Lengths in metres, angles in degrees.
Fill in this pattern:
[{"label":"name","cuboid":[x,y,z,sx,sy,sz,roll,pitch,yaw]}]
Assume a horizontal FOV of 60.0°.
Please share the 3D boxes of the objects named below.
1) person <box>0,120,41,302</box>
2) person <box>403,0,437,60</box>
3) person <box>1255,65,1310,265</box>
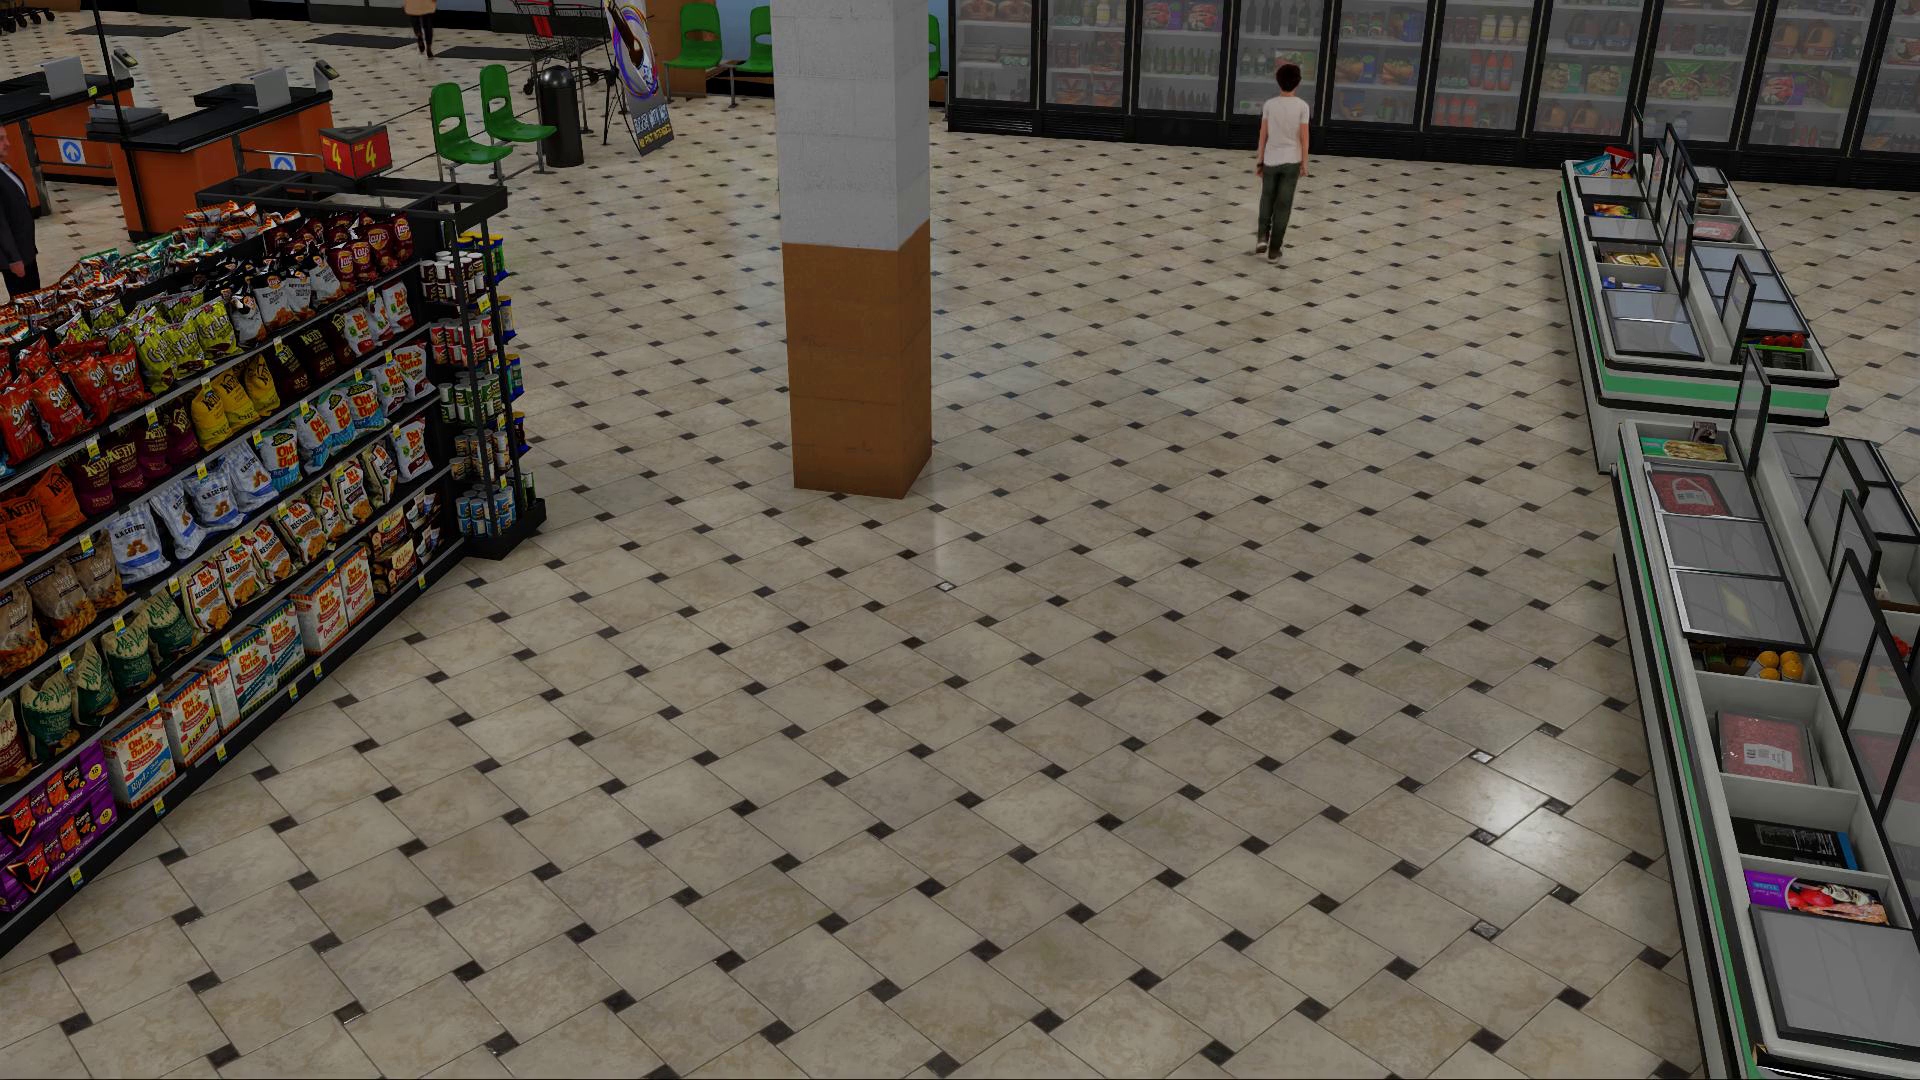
[{"label":"person","cuboid":[-6.560,-2.017,11.544,0.871,1.836,0.778,-11,29,-21]},{"label":"person","cuboid":[-7.122,-7.154,21.859,0.873,1.669,0.978,-6,28,-12]},{"label":"person","cuboid":[2.682,-3.120,13.932,0.608,1.643,0.681,11,29,21]}]
